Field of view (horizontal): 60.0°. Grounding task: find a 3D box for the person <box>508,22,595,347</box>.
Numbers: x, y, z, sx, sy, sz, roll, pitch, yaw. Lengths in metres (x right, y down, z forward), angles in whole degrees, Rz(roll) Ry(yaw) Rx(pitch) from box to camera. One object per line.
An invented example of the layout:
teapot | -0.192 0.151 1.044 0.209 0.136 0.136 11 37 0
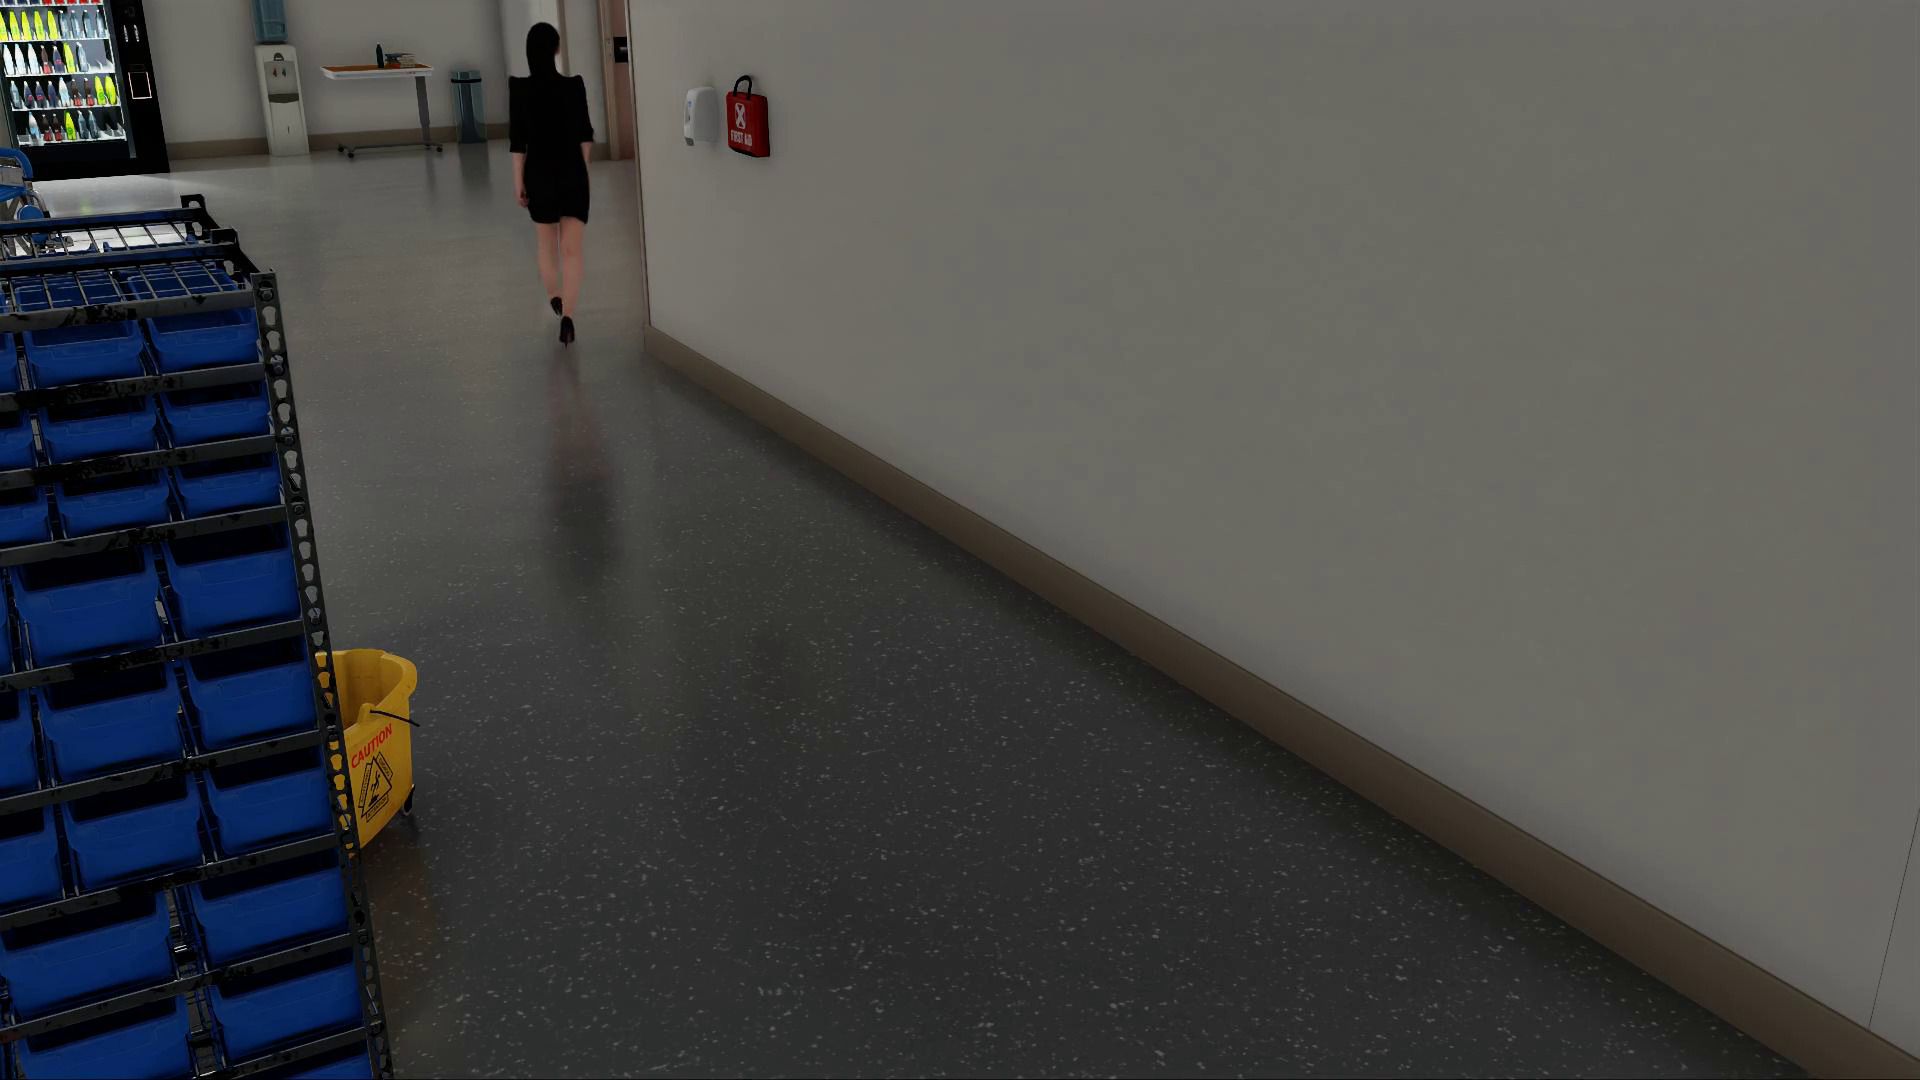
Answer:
person | -2.143 -1.855 8.890 1.010 1.654 0.882 -3 21 -9
